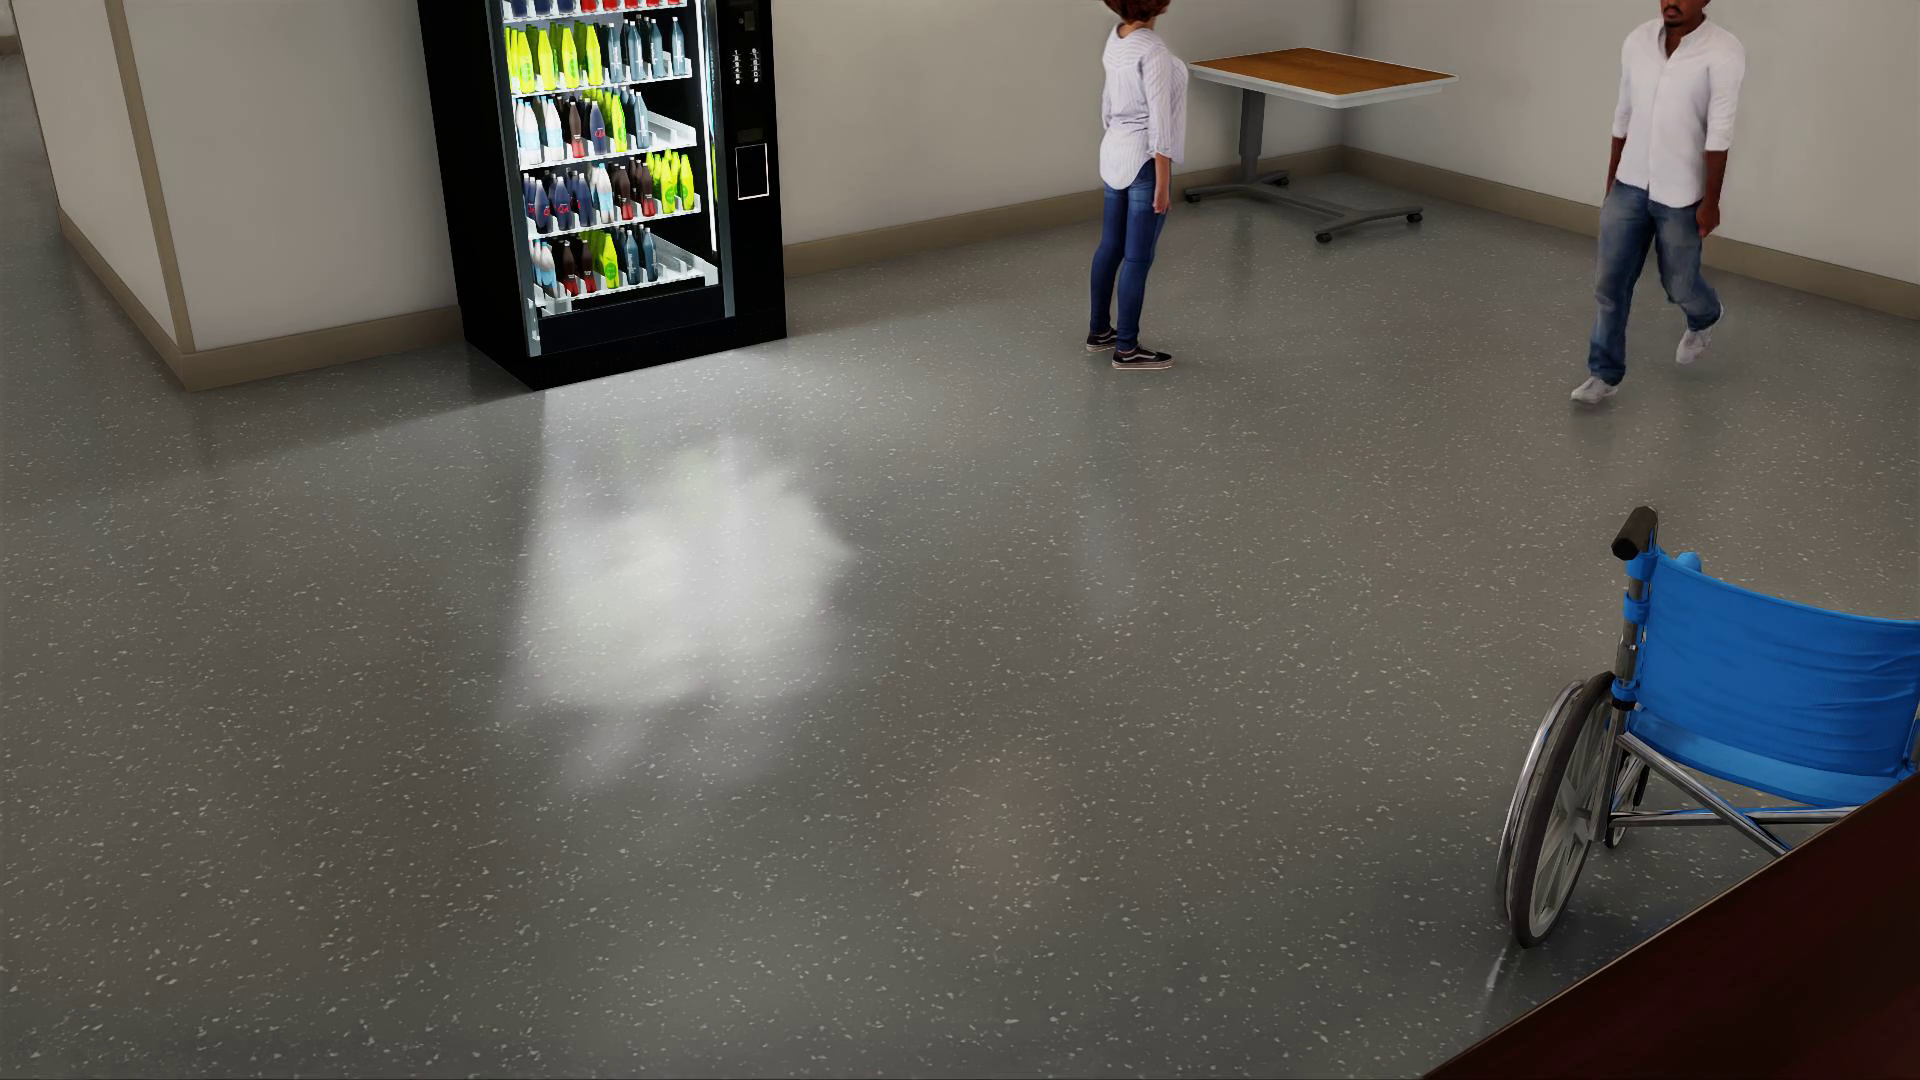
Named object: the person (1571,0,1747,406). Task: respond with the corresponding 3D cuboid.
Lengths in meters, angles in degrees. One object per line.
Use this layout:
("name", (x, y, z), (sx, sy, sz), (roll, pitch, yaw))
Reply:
("person", (2.831, -1.416, 6.579), (1.125, 1.771, 0.760), (-21, 33, -37))

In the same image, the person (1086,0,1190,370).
("person", (0.728, -1.601, 7.032), (0.674, 1.711, 0.704), (-9, 27, -19))
